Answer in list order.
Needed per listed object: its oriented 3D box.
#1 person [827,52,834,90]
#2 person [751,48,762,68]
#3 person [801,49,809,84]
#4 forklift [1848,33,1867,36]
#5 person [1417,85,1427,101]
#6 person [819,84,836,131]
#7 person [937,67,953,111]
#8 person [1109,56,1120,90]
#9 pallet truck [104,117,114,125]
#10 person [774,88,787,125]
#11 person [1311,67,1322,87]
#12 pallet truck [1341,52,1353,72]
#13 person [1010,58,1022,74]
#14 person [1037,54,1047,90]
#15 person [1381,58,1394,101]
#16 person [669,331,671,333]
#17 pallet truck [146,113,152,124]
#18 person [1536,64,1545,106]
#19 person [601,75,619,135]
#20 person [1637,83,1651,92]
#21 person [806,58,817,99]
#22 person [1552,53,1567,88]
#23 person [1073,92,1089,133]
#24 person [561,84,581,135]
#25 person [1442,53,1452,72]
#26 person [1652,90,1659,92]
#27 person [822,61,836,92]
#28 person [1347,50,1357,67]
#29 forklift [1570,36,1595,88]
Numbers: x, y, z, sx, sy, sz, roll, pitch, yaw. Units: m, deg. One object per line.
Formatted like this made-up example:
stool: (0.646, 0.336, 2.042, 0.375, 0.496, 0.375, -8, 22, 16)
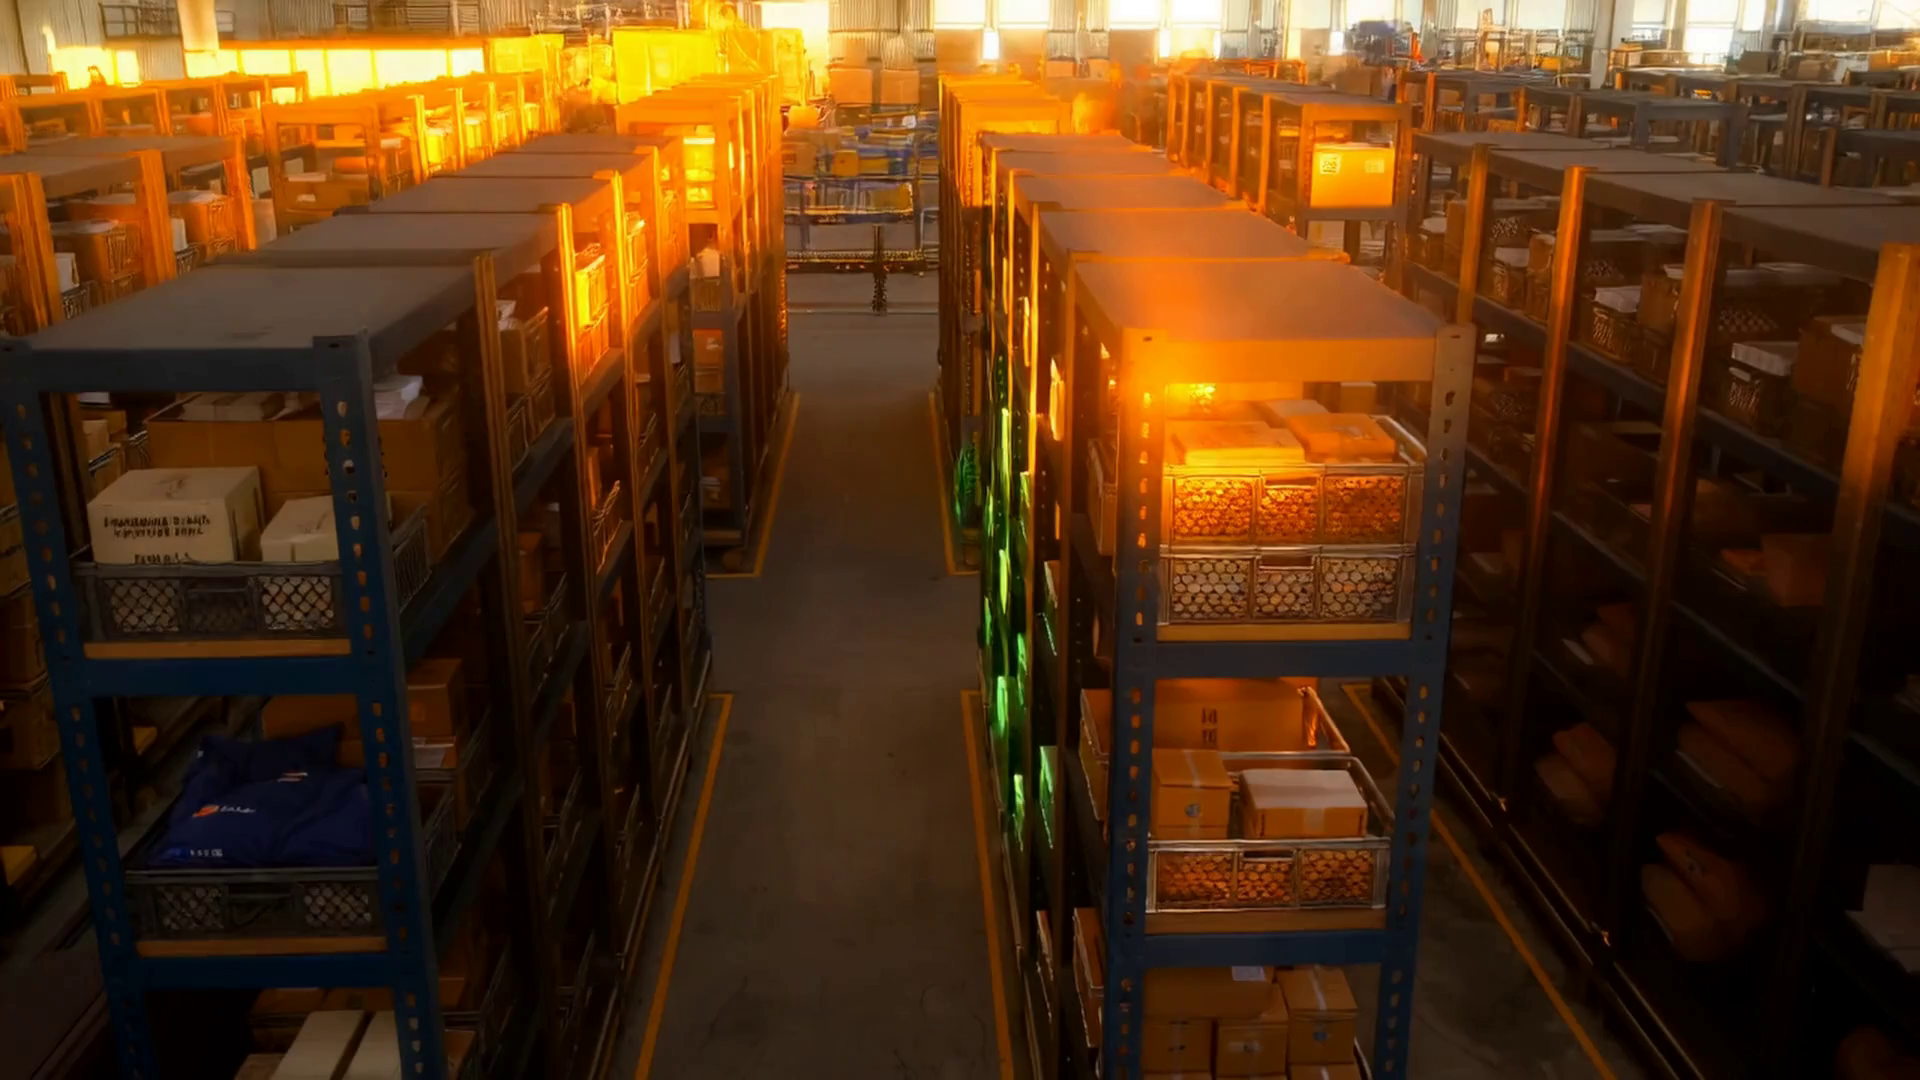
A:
person: (-6.603, -23.849, 84.604, 0.376, 1.917, 0.599, -12, 22, -33)
person: (-11.229, -26.151, 91.751, 0.586, 1.910, 0.396, -7, 19, -21)
person: (-8.525, -25.982, 91.295, 0.518, 1.865, 0.326, 3, 18, 10)
forklift: (46.106, -24.701, 85.701, 1.129, 2.768, 1.873, -1, 18, -2)
person: (15.701, -14.799, 56.635, 0.642, 1.891, 0.662, 9, 20, 25)
person: (-4.220, -13.530, 52.809, 0.587, 1.833, 0.404, 2, 18, 6)
person: (-0.519, -17.589, 65.270, 0.912, 1.909, 0.553, 5, 19, 16)
person: (7.293, -21.923, 78.727, 0.567, 1.876, 0.354, -7, 19, -21)
pallet truck: (-18.367, -7.885, 35.078, 1.885, 1.965, 0.823, 1, 18, 2)
person: (-5.663, -13.285, 51.940, 0.565, 1.897, 0.547, 5, 19, 16)
person: (13.433, -16.874, 62.941, 0.372, 1.966, 0.608, 15, 23, 40)
pallet truck: (18.794, -23.123, 82.231, 0.823, 1.965, 1.885, -13, 22, -35)
person: (2.561, -21.477, 77.390, 0.592, 1.845, 0.964, 10, 21, 29)
person: (3.929, -22.327, 79.878, 0.624, 1.933, 0.442, -14, 22, -36)
person: (18.385, -19.715, 71.617, 0.627, 2.000, 0.758, -1, 18, -3)
person: (-4.142, -3.627, 22.296, 0.582, 1.746, 0.535, 3, 18, 10)
pallet truck: (-18.087, -8.309, 36.390, 1.885, 1.965, 0.823, -1, 18, -4)
person: (24.123, -18.862, 69.273, 0.531, 1.860, 0.331, -9, 20, -25)
person: (-11.788, -14.655, 56.060, 0.603, 1.986, 0.412, 3, 18, 8)
person: (24.984, -16.028, 60.867, 0.508, 1.629, 0.315, 0, 18, 1)
person: (-6.886, -21.342, 76.964, 0.508, 1.846, 0.345, -5, 18, -14)
person: (30.036, -23.405, 83.318, 1.053, 1.891, 0.649, 8, 19, 22)
person: (3.844, -13.360, 52.619, 0.527, 1.612, 0.571, 10, 21, 29)
person: (-12.959, -14.204, 55.084, 0.860, 1.702, 0.504, 1, 18, 4)
person: (25.195, -24.409, 86.522, 0.646, 1.813, 0.644, 0, 18, -1)
person: (21.823, -13.273, 52.256, 0.539, 1.676, 0.566, -13, 22, -34)
person: (-5.657, -19.663, 71.664, 0.578, 1.913, 0.552, -5, 19, -16)
person: (20.636, -24.811, 87.566, 0.388, 1.927, 0.589, -12, 22, -33)
forklift: (29.604, -22.031, 77.440, 1.873, 2.768, 1.129, -1, 18, -2)
